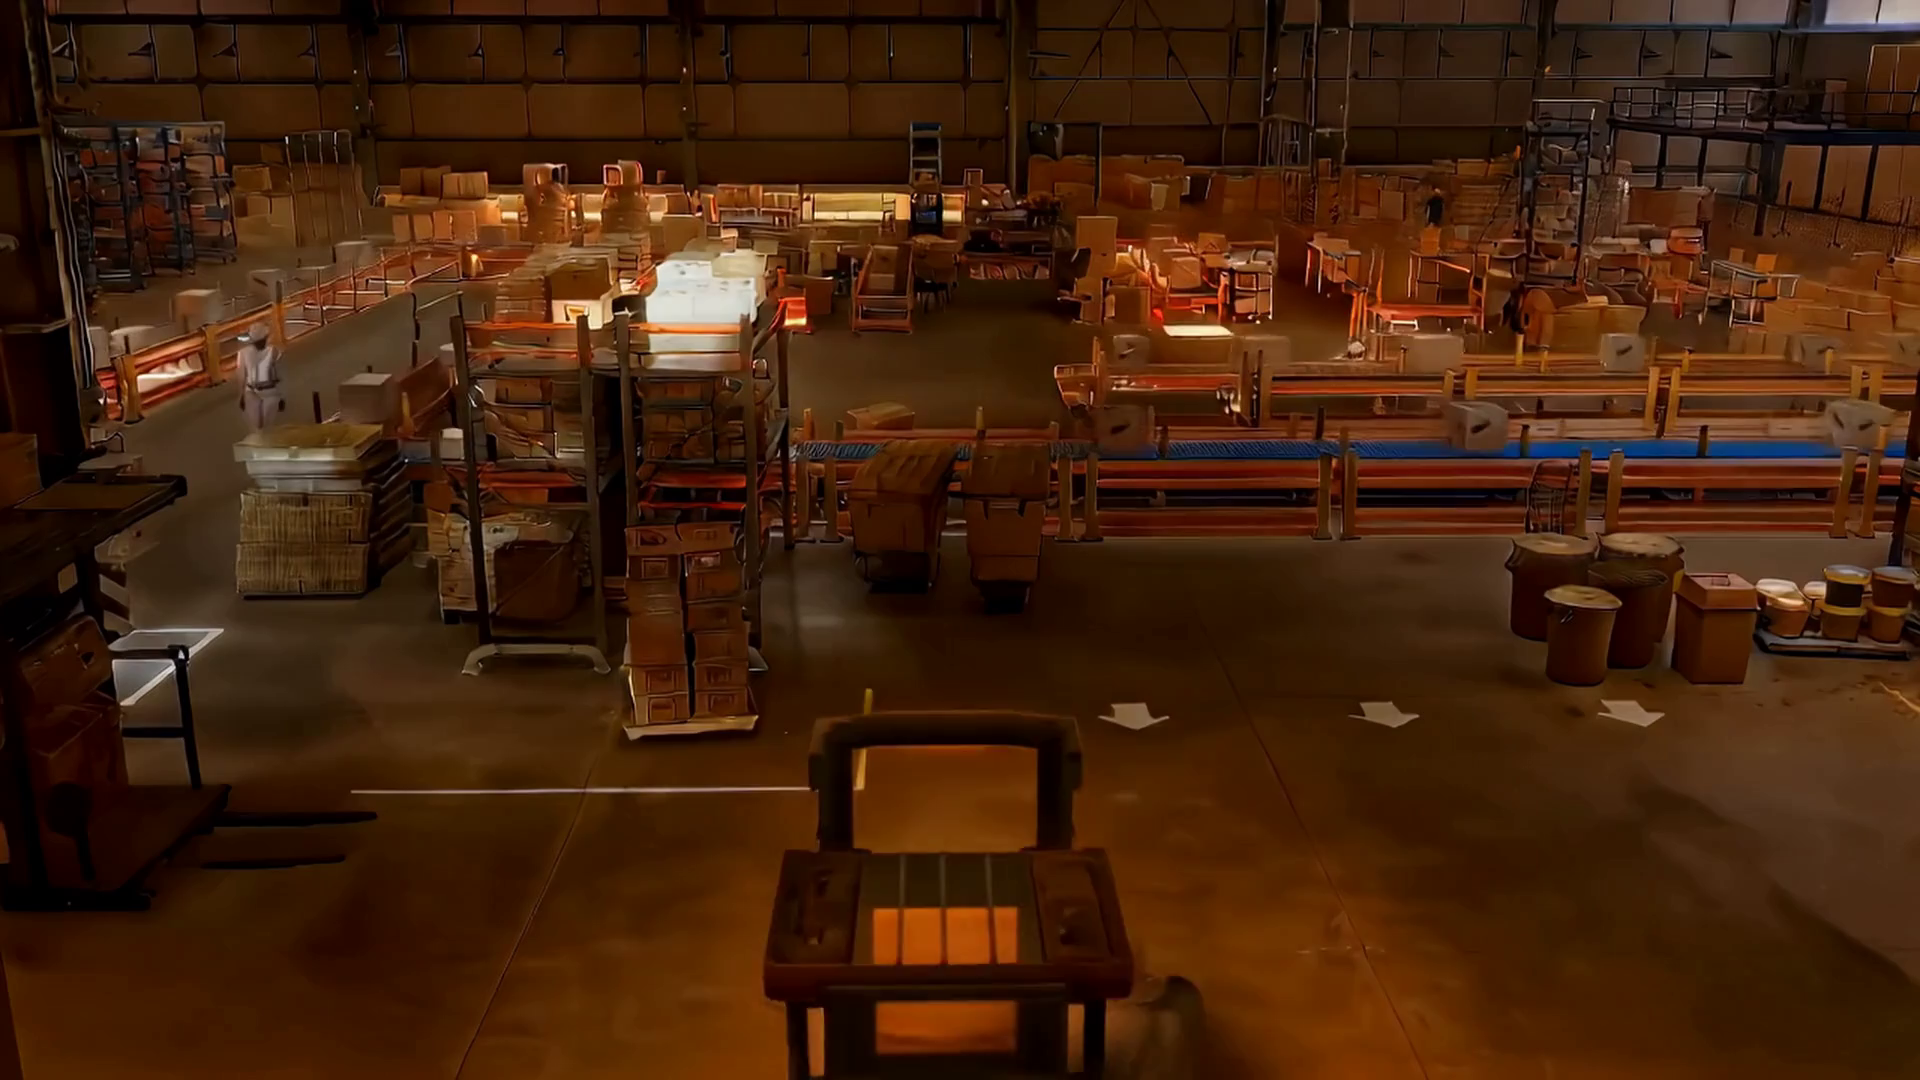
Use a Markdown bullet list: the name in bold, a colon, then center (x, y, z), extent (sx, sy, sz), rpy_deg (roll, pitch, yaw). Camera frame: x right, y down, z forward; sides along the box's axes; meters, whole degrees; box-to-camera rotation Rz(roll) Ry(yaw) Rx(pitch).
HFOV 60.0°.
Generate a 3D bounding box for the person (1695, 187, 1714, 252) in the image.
- **person**: center (20.473, -8.825, 45.751), extent (0.333, 1.761, 0.524), rpy_deg (-10, 19, -31)

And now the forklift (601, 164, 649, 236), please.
- **forklift**: center (-9.948, -10.127, 49.296), extent (1.157, 1.987, 2.680), rpy_deg (-1, 16, -3)

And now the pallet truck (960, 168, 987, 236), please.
- **pallet truck**: center (0.383, -10.230, 50.206), extent (0.823, 1.965, 1.885), rpy_deg (-1, 16, -3)

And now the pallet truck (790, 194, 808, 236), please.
- **pallet truck**: center (-4.814, -9.883, 50.259), extent (0.704, 1.261, 1.522), rpy_deg (-1, 16, -3)

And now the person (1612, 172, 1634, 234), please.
- **person**: center (20.202, -10.305, 50.753), extent (0.591, 1.847, 0.969), rpy_deg (2, 16, 7)

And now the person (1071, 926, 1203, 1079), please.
- **person**: center (0.720, 2.384, 6.591), extent (0.659, 1.868, 0.770), rpy_deg (-9, 18, -27)

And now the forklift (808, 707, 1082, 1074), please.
- **forklift**: center (-0.052, 1.995, 6.142), extent (1.129, 2.768, 1.873), rpy_deg (0, 16, -1)

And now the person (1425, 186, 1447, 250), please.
- **person**: center (12.833, -8.585, 44.756), extent (0.534, 1.865, 0.552), rpy_deg (-15, 22, -42)

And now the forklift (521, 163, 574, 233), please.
- **forklift**: center (-12.233, -10.122, 49.298), extent (1.157, 1.987, 2.680), rpy_deg (0, 16, -1)

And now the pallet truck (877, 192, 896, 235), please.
- **pallet truck**: center (-2.277, -9.986, 50.594), extent (0.653, 1.274, 1.630), rpy_deg (0, 16, -1)

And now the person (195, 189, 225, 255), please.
- **person**: center (-20.100, -8.513, 44.360), extent (1.053, 1.941, 0.630), rpy_deg (9, 18, 29)

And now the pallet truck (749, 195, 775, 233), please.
- **pallet truck**: center (-6.051, -9.967, 50.660), extent (0.680, 1.201, 1.601), rpy_deg (0, 16, -1)

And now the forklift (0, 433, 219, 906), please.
- **forklift**: center (-5.952, 0.780, 10.366), extent (1.873, 2.768, 1.129), rpy_deg (0, 16, -1)

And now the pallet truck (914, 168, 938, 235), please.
- **pallet truck**: center (-0.989, -10.316, 50.507), extent (0.823, 1.965, 1.885), rpy_deg (1, 16, 3)

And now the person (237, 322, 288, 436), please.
- **person**: center (-8.825, -1.793, 21.033), extent (0.624, 1.908, 0.794), rpy_deg (-3, 16, -10)
